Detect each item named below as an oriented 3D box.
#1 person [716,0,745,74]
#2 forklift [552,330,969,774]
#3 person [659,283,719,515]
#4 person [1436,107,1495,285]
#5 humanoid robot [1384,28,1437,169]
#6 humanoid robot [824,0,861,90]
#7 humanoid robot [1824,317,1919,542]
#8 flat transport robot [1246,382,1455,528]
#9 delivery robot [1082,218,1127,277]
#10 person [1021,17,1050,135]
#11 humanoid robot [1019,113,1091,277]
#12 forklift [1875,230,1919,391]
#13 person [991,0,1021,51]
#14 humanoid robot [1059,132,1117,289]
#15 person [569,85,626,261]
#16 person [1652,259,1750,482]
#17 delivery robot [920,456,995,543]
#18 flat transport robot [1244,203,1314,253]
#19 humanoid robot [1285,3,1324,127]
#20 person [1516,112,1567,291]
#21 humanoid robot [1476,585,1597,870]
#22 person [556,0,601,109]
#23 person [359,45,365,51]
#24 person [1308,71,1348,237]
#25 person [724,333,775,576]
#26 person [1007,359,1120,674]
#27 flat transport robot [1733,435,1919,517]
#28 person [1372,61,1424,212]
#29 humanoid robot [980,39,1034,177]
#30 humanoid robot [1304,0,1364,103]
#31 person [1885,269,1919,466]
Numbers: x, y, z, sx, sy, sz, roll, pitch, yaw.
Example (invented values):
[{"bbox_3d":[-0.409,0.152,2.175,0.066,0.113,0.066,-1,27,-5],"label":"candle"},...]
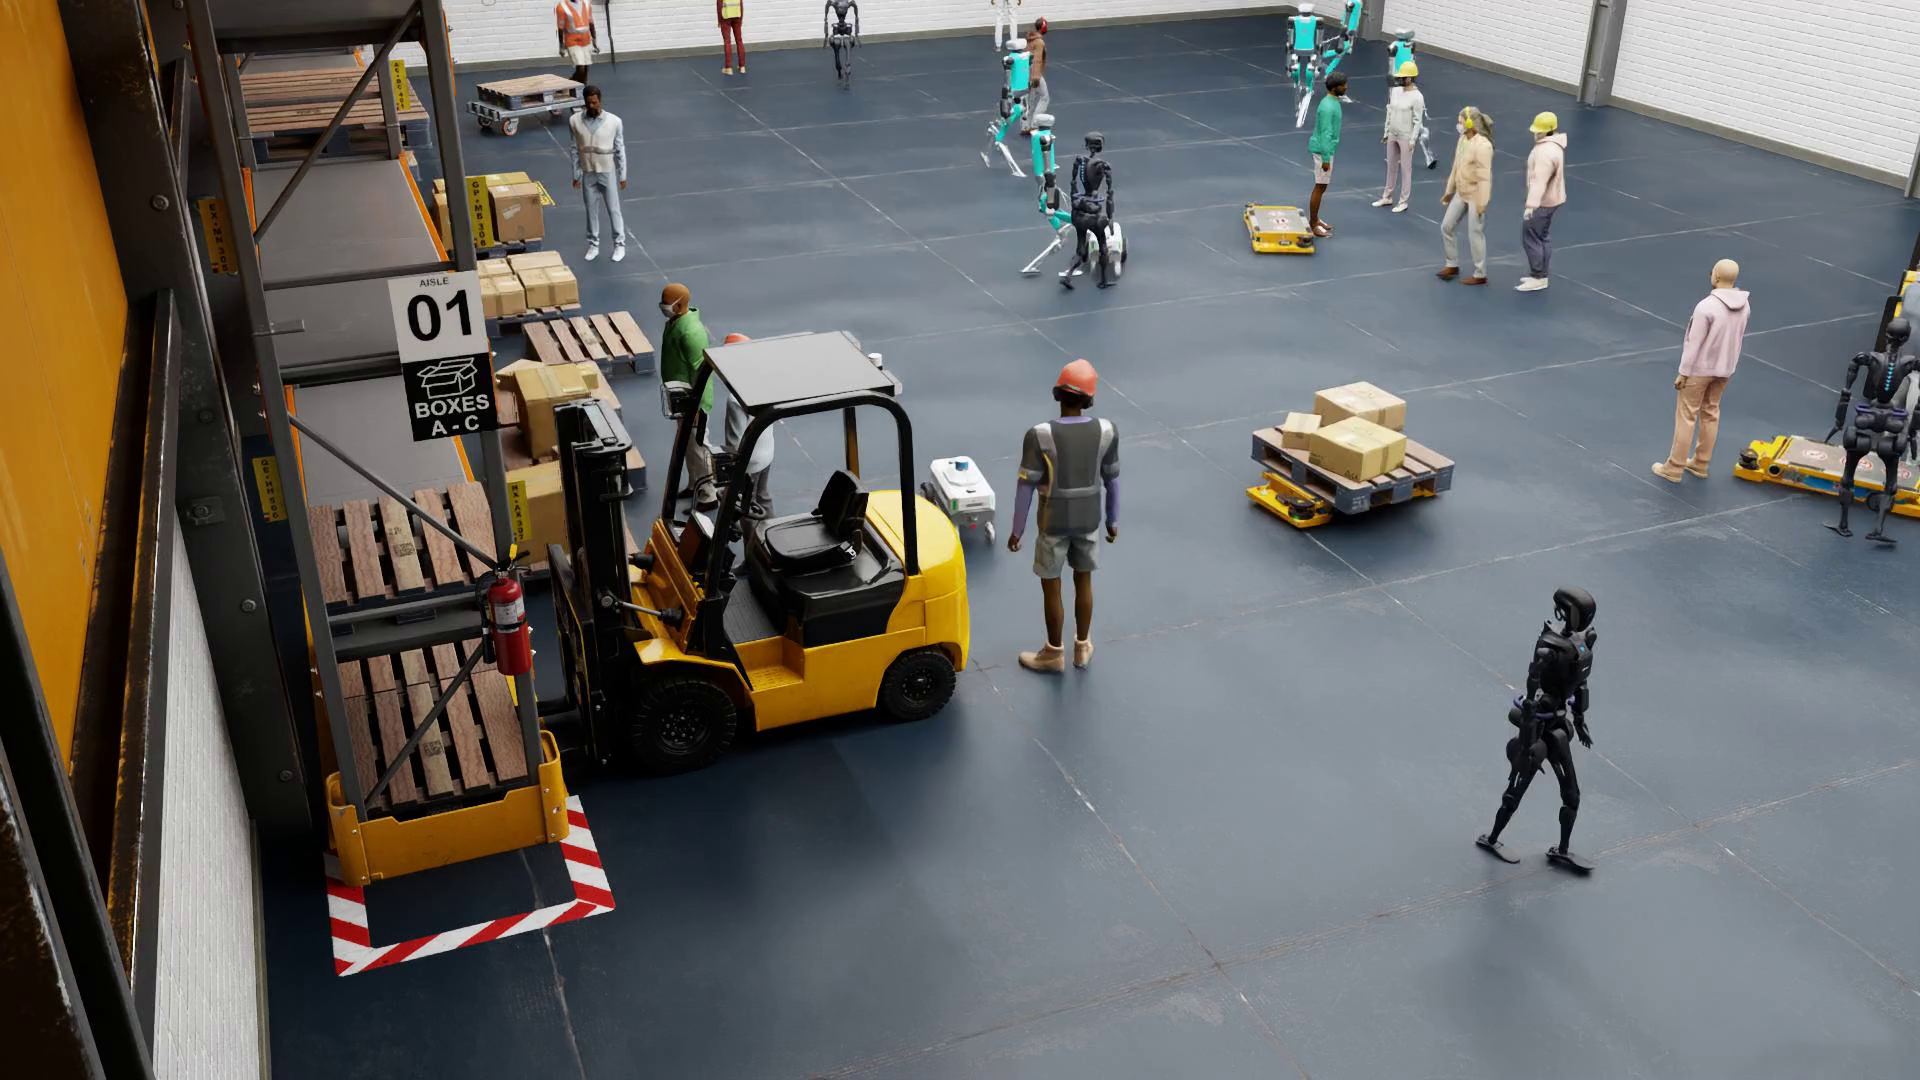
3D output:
[{"bbox_3d":[-3.773,-8.587,27.396,0.475,1.767,0.361,-14,30,-26],"label":"person"},{"bbox_3d":[-1.094,0.010,9.831,2.313,2.155,1.214,-10,28,-20],"label":"forklift"},{"bbox_3d":[-2.029,-1.060,12.411,0.384,1.781,0.551,-11,29,-22],"label":"person"},{"bbox_3d":[5.312,-3.601,17.400,0.513,1.845,0.574,-6,27,-12],"label":"person"},{"bbox_3d":[5.977,-5.723,21.830,0.548,1.854,0.863,-23,35,-38],"label":"humanoid robot"},{"bbox_3d":[-1.873,-8.042,26.480,0.608,1.631,0.790,0,27,0],"label":"humanoid robot"},{"bbox_3d":[6.594,-0.775,11.968,0.601,1.647,0.453,12,29,23],"label":"humanoid robot"},{"bbox_3d":[2.990,-0.423,12.829,1.431,0.231,0.659,-13,30,-25],"label":"flat transport robot"},{"bbox_3d":[1.573,-3.207,18.055,0.499,0.601,0.775,1,27,2],"label":"delivery robot"},{"bbox_3d":[1.055,-6.521,23.440,0.433,1.628,0.474,-9,28,-17],"label":"person"},{"bbox_3d":[1.072,-3.604,17.542,0.894,1.770,0.578,-4,27,-8],"label":"humanoid robot"},{"bbox_3d":[9.029,-2.397,14.618,1.214,2.155,2.313,18,32,32],"label":"forklift"},{"bbox_3d":[0.811,-9.544,29.189,0.570,1.877,0.349,-1,27,-2],"label":"person"},{"bbox_3d":[1.341,-3.396,17.222,0.628,1.662,0.610,-23,35,-38],"label":"humanoid robot"},{"bbox_3d":[-3.919,-3.998,18.120,0.593,1.910,0.385,3,27,6],"label":"person"},{"bbox_3d":[5.802,-1.297,12.893,0.536,1.775,0.409,-11,29,-20],"label":"person"},{"bbox_3d":[0.013,-0.333,12.323,0.499,0.587,0.788,-7,27,-13],"label":"delivery robot"},{"bbox_3d":[3.657,-3.585,19.117,0.659,0.231,1.431,2,27,3],"label":"flat transport robot"},{"bbox_3d":[5.010,-6.926,24.159,0.547,1.788,0.933,8,28,15],"label":"humanoid robot"},{"bbox_3d":[6.008,-3.493,17.181,0.460,1.846,0.888,9,28,17],"label":"person"},{"bbox_3d":[3.031,0.979,8.482,0.590,1.640,0.567,-22,34,-36],"label":"humanoid robot"},{"bbox_3d":[-5.708,-7.445,24.937,0.431,1.945,0.602,19,32,33],"label":"person"},{"bbox_3d":[-9.303,-7.659,25.504,0.879,1.812,0.577,1,27,2],"label":"person"},{"bbox_3d":[4.165,-4.416,19.012,0.377,1.847,0.506,7,27,13],"label":"person"},{"bbox_3d":[-1.473,-0.592,11.525,0.344,1.740,0.572,8,28,16],"label":"person"},{"bbox_3d":[0.645,-0.135,10.318,0.683,2.023,0.452,-7,28,-14],"label":"person"},{"bbox_3d":[6.899,-0.518,13.017,1.431,0.231,0.659,18,32,31],"label":"flat transport robot"},{"bbox_3d":[5.279,-4.831,19.930,0.308,1.768,0.521,-15,31,-28],"label":"person"},{"bbox_3d":[0.505,-5.627,21.584,0.996,1.776,0.530,21,34,36],"label":"humanoid robot"},{"bbox_3d":[5.650,-7.616,25.554,1.002,1.773,0.530,15,30,27],"label":"humanoid robot"},{"bbox_3d":[7.319,-1.297,12.731,0.392,1.930,0.631,-4,27,-9],"label":"person"}]
